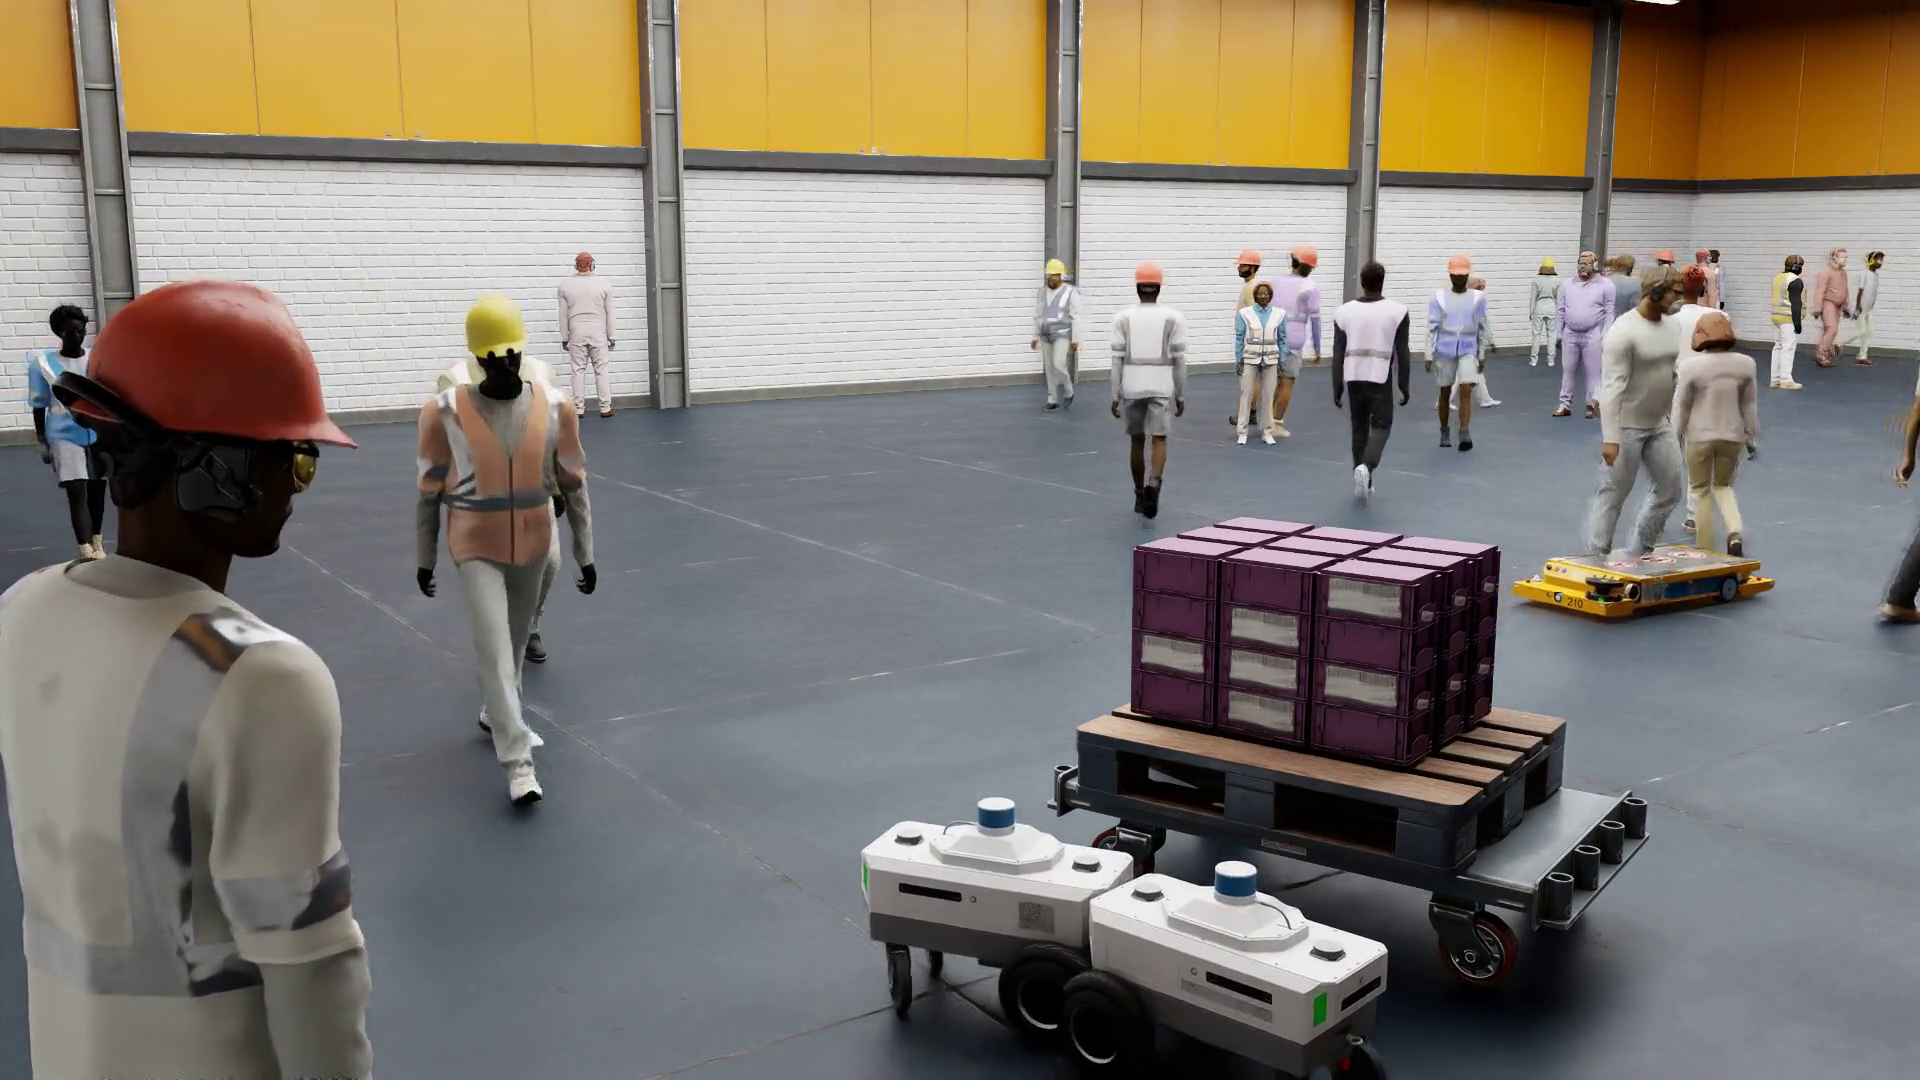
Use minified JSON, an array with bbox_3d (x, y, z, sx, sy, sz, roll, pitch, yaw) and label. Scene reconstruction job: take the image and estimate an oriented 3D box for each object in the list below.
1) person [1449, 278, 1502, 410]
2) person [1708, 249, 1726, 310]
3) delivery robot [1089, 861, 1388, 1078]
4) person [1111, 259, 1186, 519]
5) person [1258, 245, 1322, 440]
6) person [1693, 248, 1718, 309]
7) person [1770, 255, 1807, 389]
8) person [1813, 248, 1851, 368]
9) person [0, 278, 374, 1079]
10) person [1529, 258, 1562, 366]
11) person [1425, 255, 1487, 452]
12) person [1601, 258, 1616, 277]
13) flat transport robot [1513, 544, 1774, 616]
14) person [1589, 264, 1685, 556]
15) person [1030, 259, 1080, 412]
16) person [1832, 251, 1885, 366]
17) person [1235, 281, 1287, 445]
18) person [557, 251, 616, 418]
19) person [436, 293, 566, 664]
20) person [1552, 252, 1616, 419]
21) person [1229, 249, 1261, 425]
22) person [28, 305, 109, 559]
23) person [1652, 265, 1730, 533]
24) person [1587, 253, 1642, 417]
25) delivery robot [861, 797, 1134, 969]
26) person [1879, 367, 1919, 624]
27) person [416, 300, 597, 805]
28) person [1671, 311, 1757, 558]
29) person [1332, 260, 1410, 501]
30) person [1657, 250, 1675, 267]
[{"bbox_3d":[6.163,-2.353,20.019,0.887,1.587,0.516,-2,10,-10],"label":"person"},{"bbox_3d":[13.806,-4.415,30.624,0.429,1.844,0.622,-7,13,-34],"label":"person"},{"bbox_3d":[0.667,1.028,4.055,0.707,0.478,0.477,9,14,42],"label":"delivery robot"},{"bbox_3d":[1.382,-1.107,12.297,0.556,1.919,0.812,2,10,9],"label":"person"},{"bbox_3d":[3.397,-2.030,17.114,0.624,1.994,0.613,9,14,42],"label":"person"},{"bbox_3d":[11.212,-3.457,25.179,0.408,1.913,0.643,-4,11,-19],"label":"person"},{"bbox_3d":[11.410,-3.003,22.921,0.428,1.832,0.625,0,10,2],"label":"person"},{"bbox_3d":[13.939,-3.694,26.535,0.665,1.888,0.512,-8,13,-36],"label":"person"},{"bbox_3d":[-0.930,0.694,2.118,0.611,2.032,0.419,7,12,33],"label":"person"},{"bbox_3d":[9.466,-3.690,26.938,0.485,1.739,0.314,2,11,10],"label":"person"},{"bbox_3d":[4.816,-1.802,16.149,0.580,1.891,0.956,2,11,11],"label":"person"},{"bbox_3d":[8.209,-2.576,20.614,0.629,1.813,0.633,-2,11,-13],"label":"person"},{"bbox_3d":[3.939,0.213,9.561,1.431,0.197,0.652,-6,12,-29],"label":"flat transport robot"},{"bbox_3d":[3.926,-0.611,9.556,0.725,1.915,0.522,-6,12,-31],"label":"person"},{"bbox_3d":[1.127,-2.426,19.782,0.605,1.818,0.416,9,13,39],"label":"person"},{"bbox_3d":[14.625,-3.755,26.989,0.553,1.842,0.588,-7,13,-34],"label":"person"},{"bbox_3d":[3.013,-1.770,16.674,0.515,1.640,0.315,0,10,0],"label":"person"},{"bbox_3d":[-4.272,-2.347,19.107,0.642,1.909,0.410,-1,10,-8],"label":"person"},{"bbox_3d":[-2.151,-0.254,7.877,0.615,1.813,0.437,-6,12,-32],"label":"person"},{"bbox_3d":[7.162,-2.352,19.137,0.646,1.907,0.407,8,13,37],"label":"person"},{"bbox_3d":[3.182,-2.244,18.452,0.355,1.941,0.545,2,10,8],"label":"person"},{"bbox_3d":[-5.413,-0.616,10.302,0.552,1.650,0.878,-9,14,-41],"label":"person"},{"bbox_3d":[5.067,-0.980,11.683,0.576,1.882,0.355,1,10,6],"label":"person"},{"bbox_3d":[7.537,-2.375,19.304,0.875,1.908,0.644,-7,12,-32],"label":"person"},{"bbox_3d":[0.096,0.944,4.517,0.707,0.478,0.477,4,11,22],"label":"delivery robot"},{"bbox_3d":[5.414,-0.441,8.959,0.992,1.791,0.531,-3,11,-16],"label":"person"},{"bbox_3d":[-1.723,0.017,6.342,0.635,1.864,1.079,-7,12,-33],"label":"person"},{"bbox_3d":[4.696,-0.613,10.365,0.523,1.613,0.389,0,10,-1],"label":"person"},{"bbox_3d":[3.227,-1.251,13.133,0.598,1.900,0.802,5,12,27],"label":"person"},{"bbox_3d":[10.995,-3.685,26.541,0.931,1.884,0.565,-2,11,-12],"label":"person"}]
